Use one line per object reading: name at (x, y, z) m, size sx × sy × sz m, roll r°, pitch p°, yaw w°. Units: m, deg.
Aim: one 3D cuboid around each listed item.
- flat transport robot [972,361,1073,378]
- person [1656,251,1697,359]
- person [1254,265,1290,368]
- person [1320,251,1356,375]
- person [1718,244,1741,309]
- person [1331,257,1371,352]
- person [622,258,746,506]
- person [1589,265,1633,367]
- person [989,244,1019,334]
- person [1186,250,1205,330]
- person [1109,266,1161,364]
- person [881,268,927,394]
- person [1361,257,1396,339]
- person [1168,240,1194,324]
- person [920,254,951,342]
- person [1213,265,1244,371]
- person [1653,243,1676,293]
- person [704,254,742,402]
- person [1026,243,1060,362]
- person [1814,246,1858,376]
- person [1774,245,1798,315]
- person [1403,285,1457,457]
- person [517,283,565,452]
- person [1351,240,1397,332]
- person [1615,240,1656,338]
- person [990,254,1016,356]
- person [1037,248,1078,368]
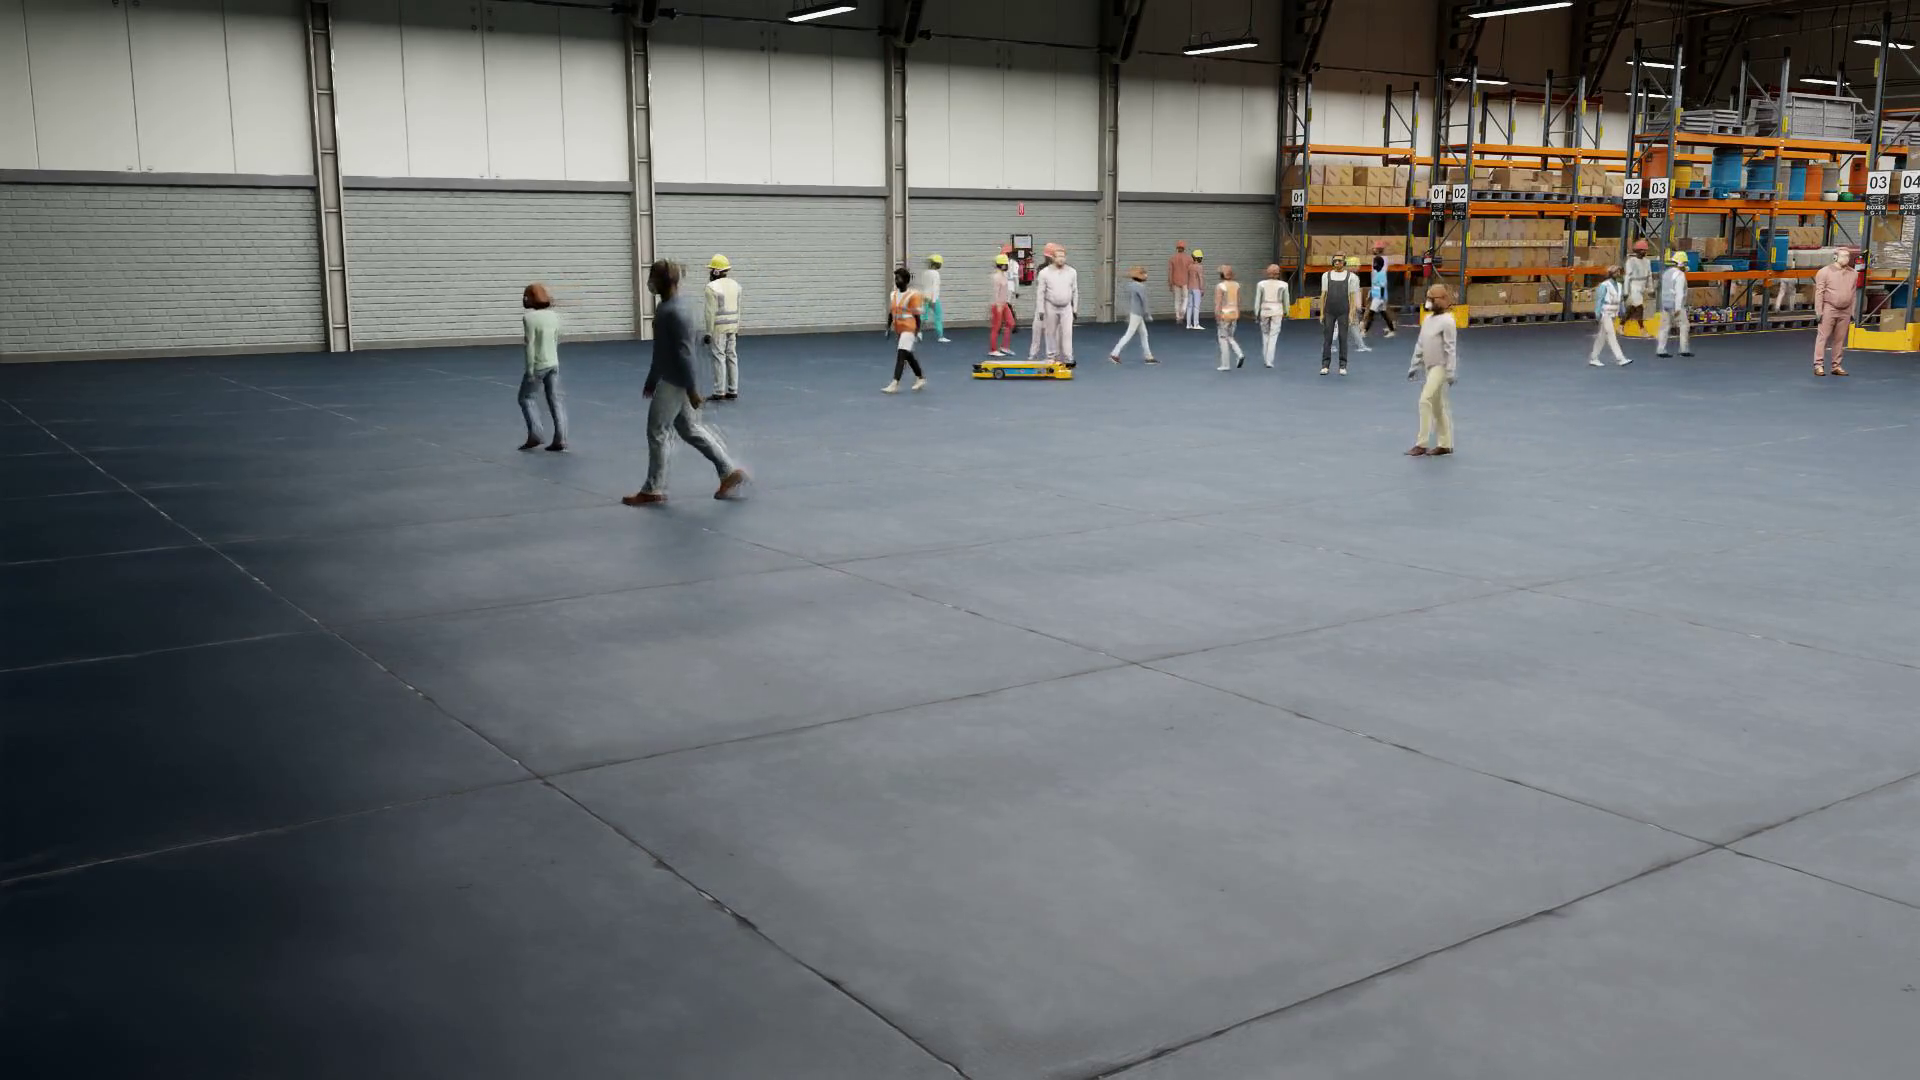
flat transport robot at (0.918, -2.498, 24.304) m, size 1.431 × 0.197 × 0.652 m, roll 1°, pitch 10°, yaw 7°
person at (12.182, -3.961, 28.126) m, size 0.740 × 1.807 × 0.597 m, roll -1°, pitch 10°, yaw -8°
person at (4.981, -3.556, 26.405) m, size 0.542 × 1.603 × 0.791 m, roll 5°, pitch 11°, yaw 24°
person at (5.625, -3.378, 24.816) m, size 0.506 × 1.846 × 0.345 m, roll 3°, pitch 11°, yaw 16°
person at (19.445, -6.564, 42.099) m, size 0.558 × 1.915 × 0.746 m, roll 10°, pitch 14°, yaw 43°
person at (6.978, -4.217, 29.818) m, size 0.918 × 1.700 × 0.491 m, roll -2°, pitch 11°, yaw -12°
person at (-2.132, -1.219, 12.845) m, size 0.933 × 1.908 × 0.631 m, roll -3°, pitch 11°, yaw -14°
person at (10.344, -3.526, 26.278) m, size 0.544 × 1.592 × 0.835 m, roll -8°, pitch 13°, yaw -38°
person at (0.913, -5.310, 35.280) m, size 0.949 × 1.895 × 0.550 m, roll -8°, pitch 13°, yaw -36°
person at (5.254, -5.560, 36.994) m, size 0.322 × 1.767 × 0.533 m, roll -6°, pitch 12°, yaw -30°
person at (2.820, -3.631, 26.894) m, size 0.868 × 1.590 × 0.503 m, roll -1°, pitch 10°, yaw -8°
person at (-0.724, -2.780, 22.071) m, size 0.883 × 1.651 × 0.546 m, roll -9°, pitch 14°, yaw -41°
person at (8.465, -4.895, 33.659) m, size 0.869 × 1.653 × 0.535 m, roll 1°, pitch 10°, yaw 8°
person at (5.233, -6.093, 39.327) m, size 0.634 × 1.978 × 0.555 m, roll 3°, pitch 11°, yaw 14°
person at (-0.606, -4.703, 32.387) m, size 0.825 × 1.730 × 0.543 m, roll -5°, pitch 12°, yaw -26°
person at (4.102, -3.397, 25.506) m, size 0.532 × 1.620 × 0.396 m, roll -8°, pitch 13°, yaw -38°
person at (16.409, -5.884, 38.391) m, size 0.898 × 1.901 × 0.635 m, roll -6°, pitch 12°, yaw -30°
person at (-2.986, -2.638, 20.781) m, size 0.403 × 1.837 × 0.591 m, roll 7°, pitch 12°, yaw 32°
person at (1.456, -3.869, 27.202) m, size 0.652 × 1.954 × 0.644 m, roll 10°, pitch 14°, yaw 43°
person at (13.021, -3.392, 24.711) m, size 0.642 × 1.913 × 0.410 m, roll -1°, pitch 10°, yaw -7°
person at (21.936, -6.893, 44.091) m, size 0.942 × 1.847 × 0.584 m, roll -8°, pitch 13°, yaw -38°
person at (4.356, -1.570, 15.557) m, size 0.676 × 1.613 × 0.505 m, roll -2°, pitch 10°, yaw -10°
person at (-4.044, -1.644, 15.940) m, size 0.563 × 1.611 × 0.524 m, roll 5°, pitch 11°, yaw 23°
person at (9.064, -5.500, 36.057) m, size 1.075 × 1.991 × 0.622 m, roll -3°, pitch 11°, yaw -15°
person at (13.848, -5.138, 34.071) m, size 0.625 × 2.003 × 1.031 m, roll -6°, pitch 12°, yaw -31°
person at (0.766, -4.030, 28.626) m, size 0.566 × 1.745 × 0.560 m, roll 4°, pitch 11°, yaw 21°
person at (1.547, -3.575, 25.816) m, size 0.674 × 1.864 × 0.931 m, roll -2°, pitch 10°, yaw -9°
